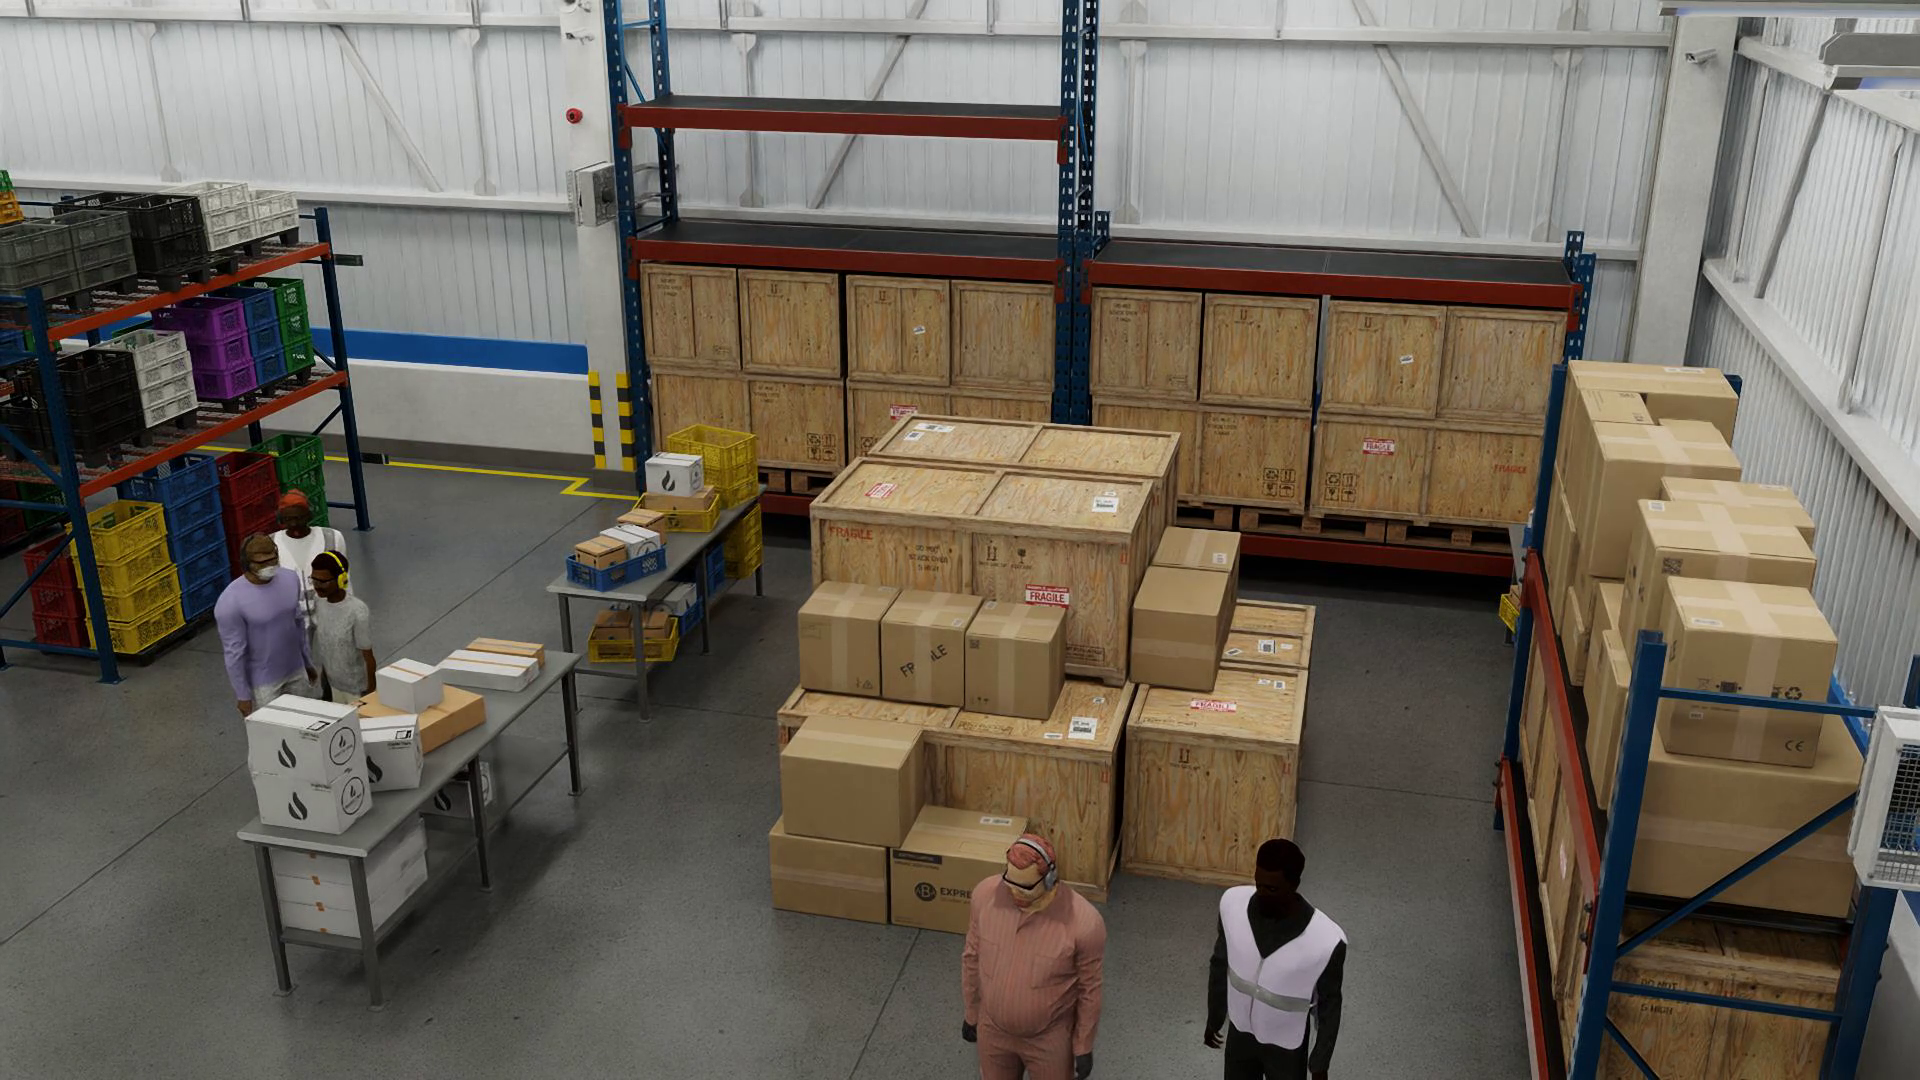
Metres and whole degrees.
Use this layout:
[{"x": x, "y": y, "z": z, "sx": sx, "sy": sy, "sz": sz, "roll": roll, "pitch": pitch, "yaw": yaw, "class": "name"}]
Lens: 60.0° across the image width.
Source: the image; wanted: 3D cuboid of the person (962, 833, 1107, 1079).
[{"x": 0.288, "y": 2.115, "z": 7.210, "sx": 0.639, "sy": 1.902, "sz": 0.407, "roll": 9, "pitch": 23, "yaw": 23, "class": "person"}]

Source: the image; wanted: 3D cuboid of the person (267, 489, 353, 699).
[{"x": -4.425, "y": 0.545, "z": 11.351, "sx": 0.564, "sy": 1.880, "sz": 0.358, "roll": -6, "pitch": 22, "yaw": -15, "class": "person"}]

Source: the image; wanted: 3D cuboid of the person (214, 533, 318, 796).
[{"x": -4.312, "y": 0.857, "z": 10.448, "sx": 0.353, "sy": 1.936, "sz": 0.633, "roll": 9, "pitch": 23, "yaw": 22, "class": "person"}]

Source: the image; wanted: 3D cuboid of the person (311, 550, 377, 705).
[{"x": -3.816, "y": 0.930, "z": 10.369, "sx": 0.514, "sy": 1.866, "sz": 0.339, "roll": 14, "pitch": 25, "yaw": 32, "class": "person"}]

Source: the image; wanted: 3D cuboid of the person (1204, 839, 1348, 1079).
[{"x": 1.333, "y": 2.122, "z": 7.164, "sx": 0.596, "sy": 1.918, "sz": 0.380, "roll": 15, "pitch": 26, "yaw": 34, "class": "person"}]
